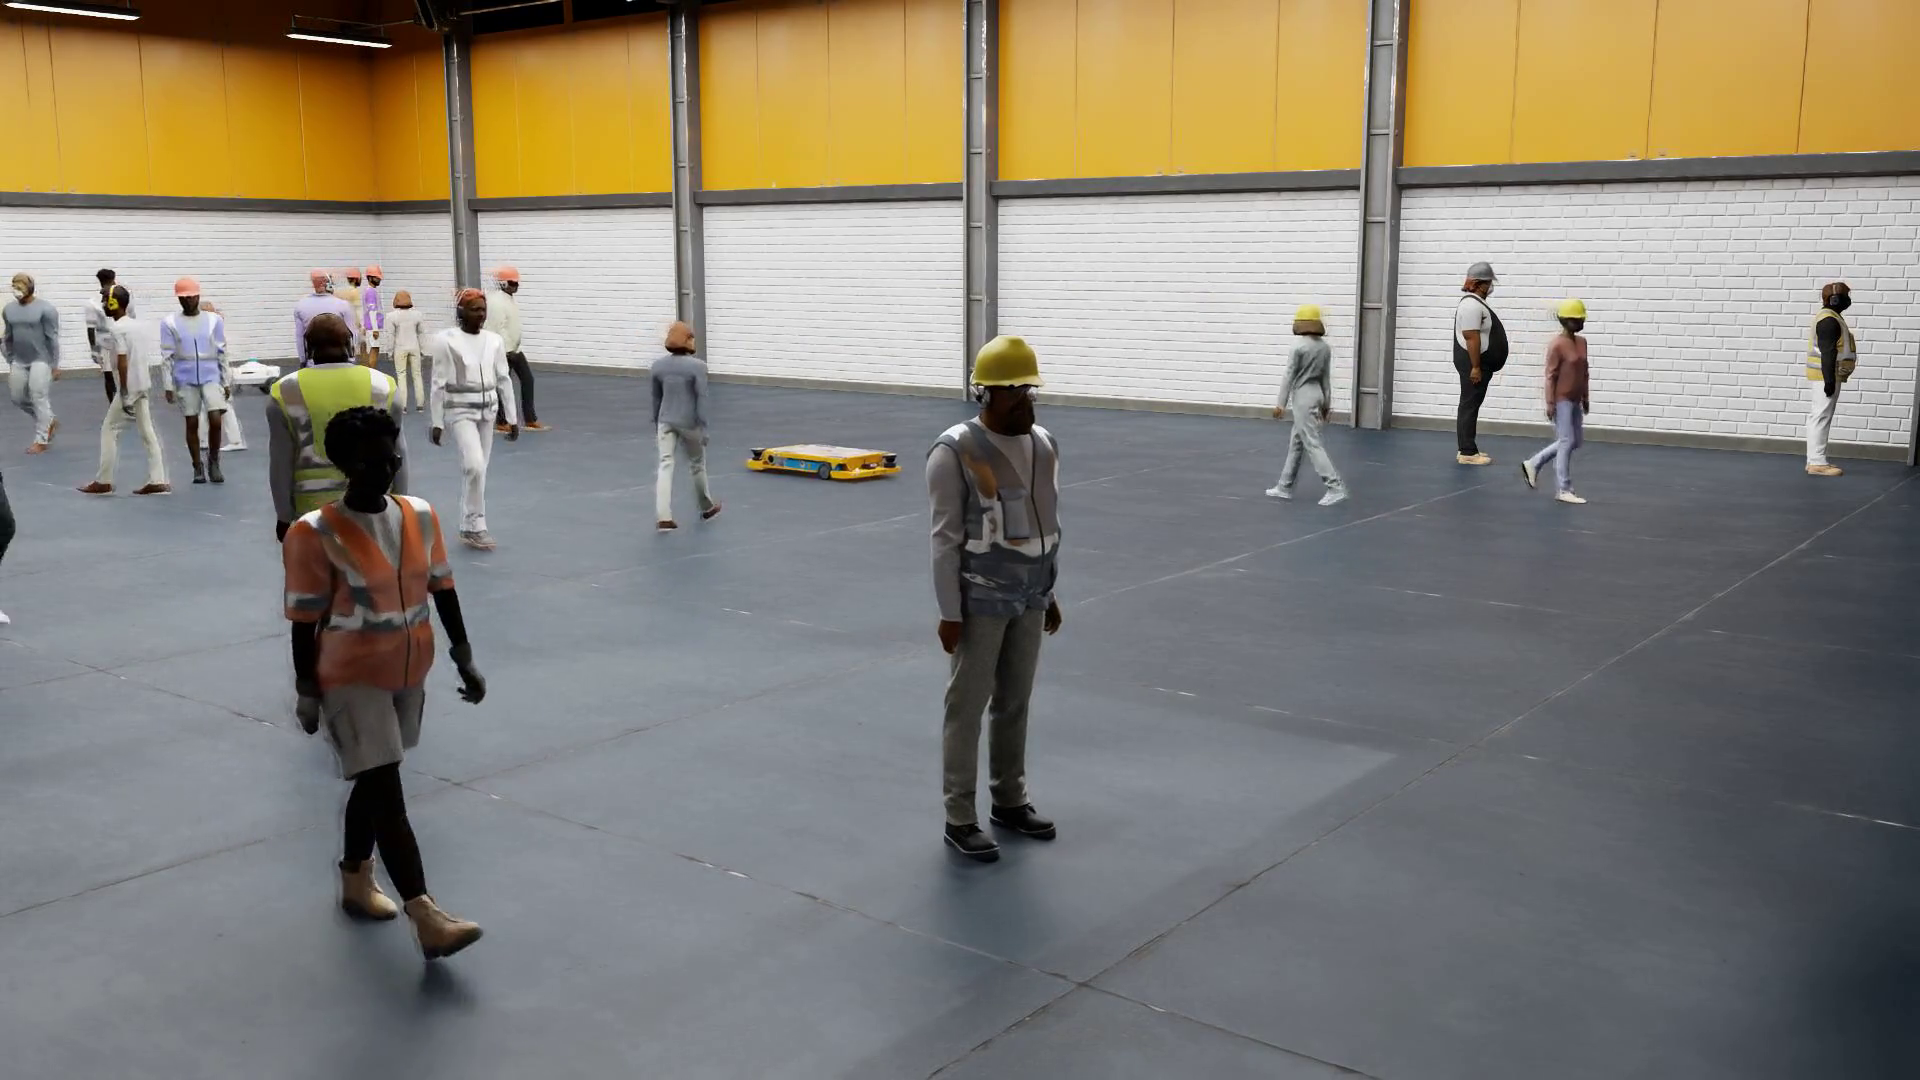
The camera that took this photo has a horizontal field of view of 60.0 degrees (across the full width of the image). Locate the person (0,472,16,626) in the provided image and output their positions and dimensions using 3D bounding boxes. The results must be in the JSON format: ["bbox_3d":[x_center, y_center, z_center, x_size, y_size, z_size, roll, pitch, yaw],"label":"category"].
[{"bbox_3d":[-5.559,-0.412,9.208,0.495,1.897,0.631,4,10,21],"label":"person"}]

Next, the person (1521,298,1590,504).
[{"bbox_3d":[5.141,-1.203,14.261,0.532,1.745,0.626,-8,13,-39],"label":"person"}]

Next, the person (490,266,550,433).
[{"bbox_3d":[-5.190,-2.222,19.545,0.728,1.972,0.627,2,10,10],"label":"person"}]

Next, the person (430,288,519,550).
[{"bbox_3d":[-3.410,-0.854,11.881,0.675,1.862,0.615,7,12,36],"label":"person"}]

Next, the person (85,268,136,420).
[{"bbox_3d":[-10.675,-2.459,21.040,0.652,1.928,0.680,-9,13,-42],"label":"person"}]

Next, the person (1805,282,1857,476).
[{"bbox_3d":[8.362,-1.548,15.992,0.429,1.847,0.625,4,11,24],"label":"person"}]

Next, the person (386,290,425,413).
[{"bbox_3d":[-7.397,-2.514,22.217,0.501,1.636,0.277,-7,12,-35],"label":"person"}]

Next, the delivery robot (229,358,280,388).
[{"bbox_3d":[-10.608,-2.494,24.972,0.707,0.478,0.477,-7,12,-35],"label":"delivery robot"}]

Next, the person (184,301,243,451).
[{"bbox_3d":[-8.063,-1.738,17.765,0.736,1.605,0.539,-2,10,-11],"label":"person"}]

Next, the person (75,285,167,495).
[{"bbox_3d":[-7.384,-1.296,14.538,0.840,1.836,0.495,1,10,3],"label":"person"}]

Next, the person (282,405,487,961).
[{"bbox_3d":[-1.702,0.426,5.044,0.848,1.656,0.538,6,11,30],"label":"person"}]

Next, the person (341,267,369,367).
[{"bbox_3d":[-10.341,-3.675,28.242,0.974,1.900,0.560,-8,13,-39],"label":"person"}]

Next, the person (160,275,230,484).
[{"bbox_3d":[-6.987,-1.453,15.220,0.568,1.913,0.603,-5,11,-27],"label":"person"}]

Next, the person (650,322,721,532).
[{"bbox_3d":[-2.135,-0.887,12.860,0.519,1.579,0.842,3,10,17],"label":"person"}]

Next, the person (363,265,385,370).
[{"bbox_3d":[-9.291,-3.390,26.454,0.361,1.931,0.553,-4,10,-21],"label":"person"}]

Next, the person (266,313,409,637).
[{"bbox_3d":[-2.921,-0.147,7.859,0.621,1.838,0.429,-5,11,-27],"label":"person"}]

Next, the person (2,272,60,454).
[{"bbox_3d":[-9.855,-1.886,17.737,0.639,1.923,0.560,1,10,8],"label":"person"}]

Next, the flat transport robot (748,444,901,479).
[{"bbox_3d":[-1.316,-0.765,16.005,1.431,0.197,0.652,8,13,39],"label":"flat transport robot"}]

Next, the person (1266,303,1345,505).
[{"bbox_3d":[2.969,-1.159,14.134,0.500,1.702,0.879,-9,13,-43],"label":"person"}]

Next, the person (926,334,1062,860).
[{"bbox_3d":[0.150,0.193,5.885,0.593,1.832,0.403,-9,13,-43],"label":"person"}]

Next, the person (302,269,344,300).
[{"bbox_3d":[-8.349,-2.582,21.819,0.812,1.944,0.698,7,12,35],"label":"person"}]

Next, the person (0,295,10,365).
[{"bbox_3d":[-15.009,-3.215,25.871,0.629,1.788,0.935,5,11,28],"label":"person"}]

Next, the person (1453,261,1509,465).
[{"bbox_3d":[5.261,-1.790,16.828,0.538,2.000,0.684,3,10,15],"label":"person"}]

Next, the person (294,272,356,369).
[{"bbox_3d":[-7.170,-2.072,18.866,0.646,1.904,0.401,0,10,-3],"label":"person"}]
